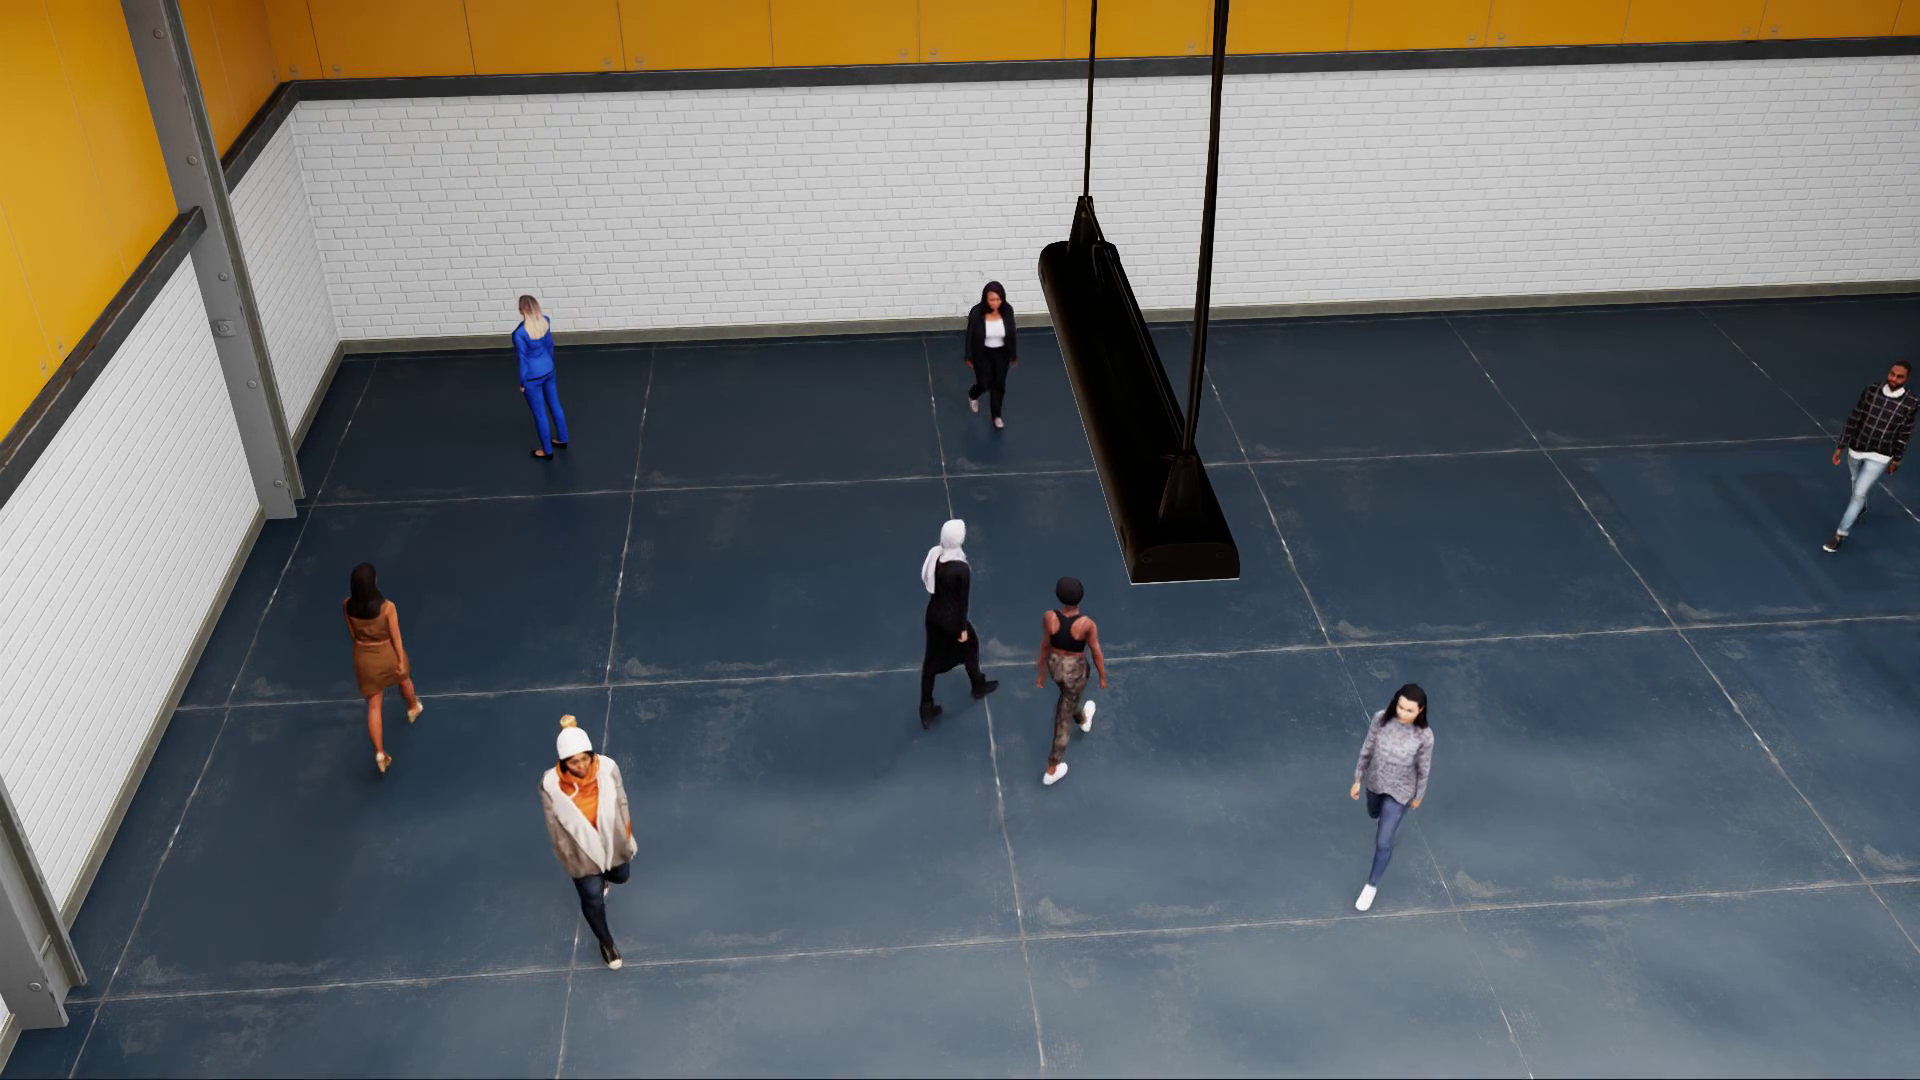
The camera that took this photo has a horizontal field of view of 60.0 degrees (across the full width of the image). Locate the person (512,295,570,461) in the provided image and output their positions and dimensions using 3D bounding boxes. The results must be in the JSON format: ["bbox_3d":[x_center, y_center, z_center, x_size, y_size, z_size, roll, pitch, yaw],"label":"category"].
[{"bbox_3d":[-4.073,-1.587,16.101,0.771,1.700,0.672,18,37,24],"label":"person"}]

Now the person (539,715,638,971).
[{"bbox_3d":[-2.391,1.857,10.767,0.964,1.868,1.174,-17,37,-23],"label":"person"}]

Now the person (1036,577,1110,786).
[{"bbox_3d":[0.738,1.067,12.151,1.028,1.653,1.220,16,37,23],"label":"person"}]

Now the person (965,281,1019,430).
[{"bbox_3d":[0.278,-1.896,16.657,0.788,1.598,0.872,-13,36,-18],"label":"person"}]

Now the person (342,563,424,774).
[{"bbox_3d":[-4.332,0.958,12.320,0.592,1.647,1.050,-1,34,-2],"label":"person"}]

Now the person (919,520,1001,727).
[{"bbox_3d":[-0.152,0.678,12.651,1.032,1.747,1.057,25,41,32],"label":"person"}]

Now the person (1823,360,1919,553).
[{"bbox_3d":[8.184,-0.822,14.881,1.160,1.777,1.241,-24,40,-31],"label":"person"}]

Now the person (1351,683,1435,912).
[{"bbox_3d":[2.943,1.624,11.272,1.099,1.698,1.173,24,40,31],"label":"person"}]
